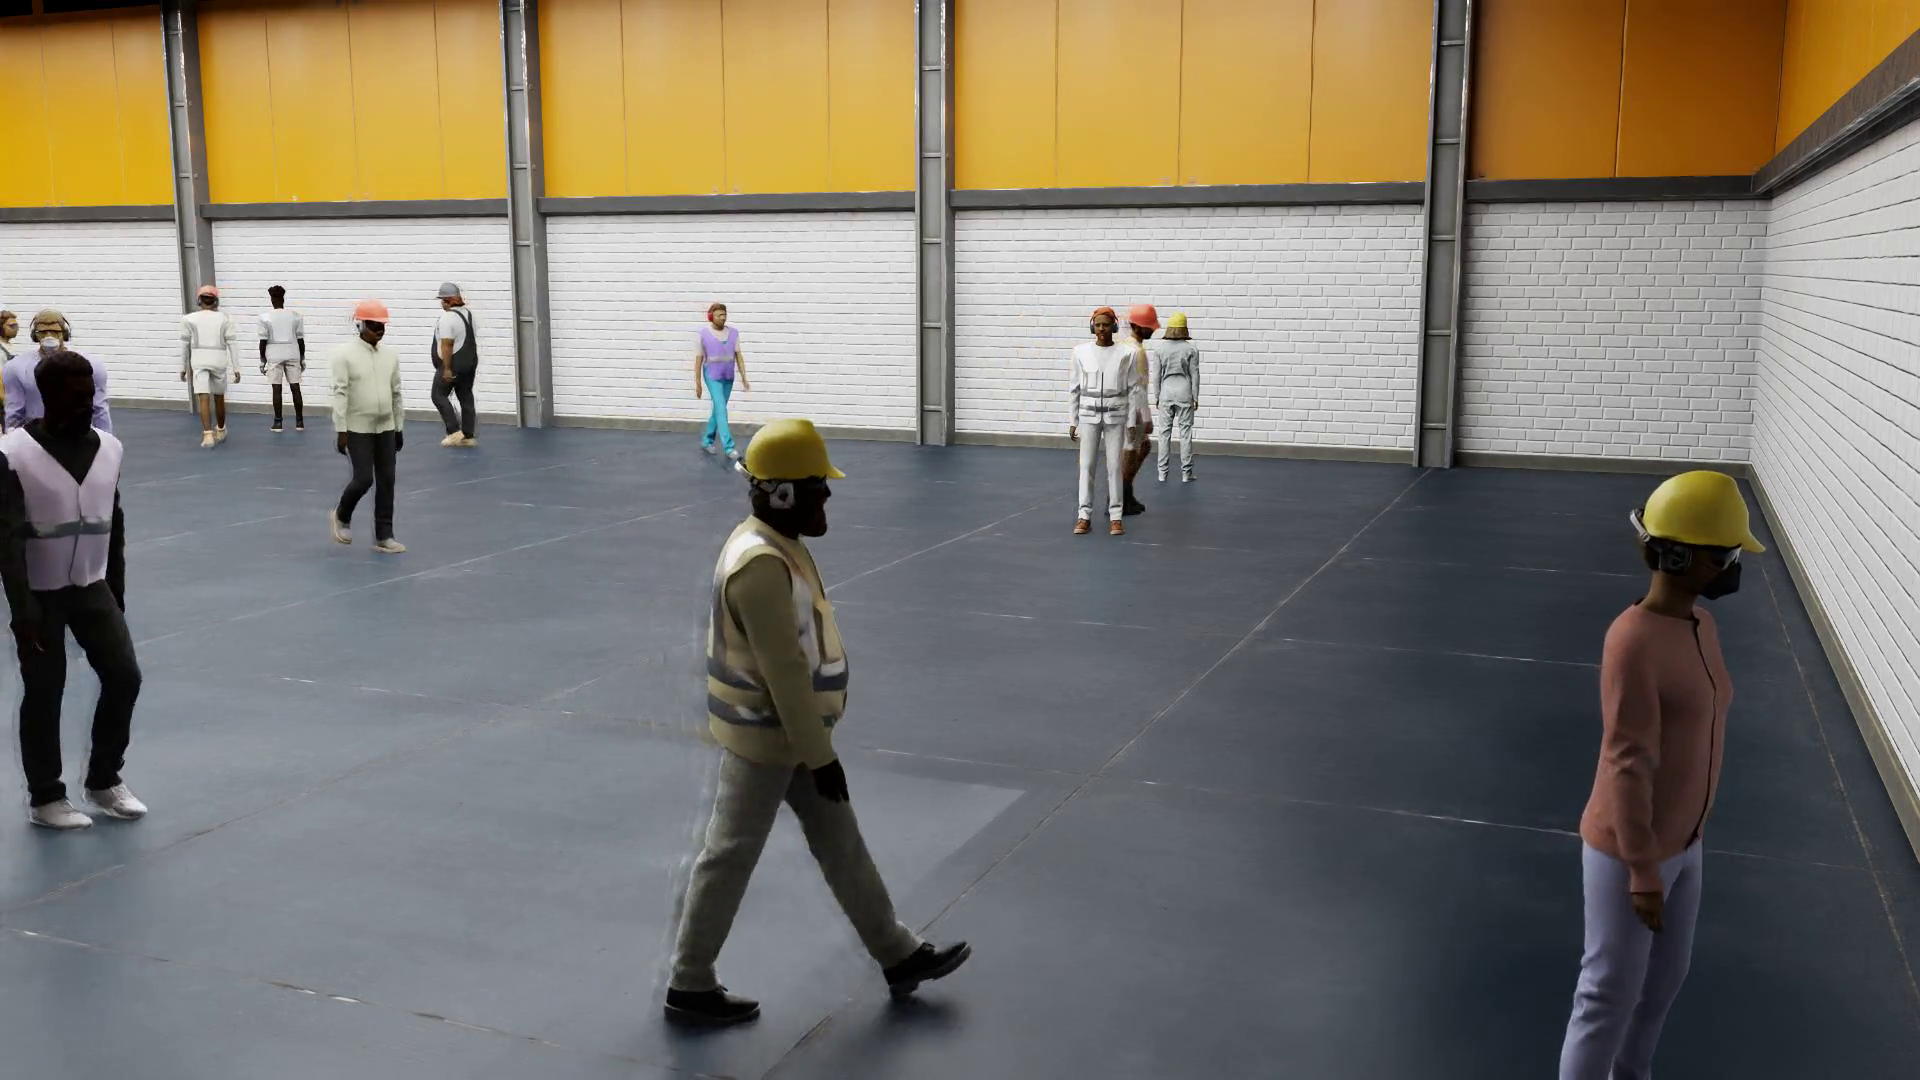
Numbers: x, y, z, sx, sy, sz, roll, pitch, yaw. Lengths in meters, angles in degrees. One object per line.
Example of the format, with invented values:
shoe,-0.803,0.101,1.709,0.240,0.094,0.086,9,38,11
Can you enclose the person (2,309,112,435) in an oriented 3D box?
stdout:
person,-6.082,-0.588,11.258,0.642,1.935,0.381,-4,10,-21

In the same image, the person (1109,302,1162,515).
person,1.553,-1.132,14.618,0.512,1.899,0.583,-1,9,-8

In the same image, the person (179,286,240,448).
person,-9.263,-2.139,20.500,0.675,1.959,1.087,-5,10,-26

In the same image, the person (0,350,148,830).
person,-3.475,0.213,6.503,0.564,1.895,0.630,4,10,25

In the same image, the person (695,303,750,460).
person,-2.796,-1.847,19.290,0.953,1.802,0.567,9,13,44

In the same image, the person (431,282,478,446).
person,-6.219,-2.162,20.442,0.537,2.000,0.697,3,10,17

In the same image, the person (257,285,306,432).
person,-9.094,-2.435,22.324,0.603,1.965,0.368,-6,11,-33

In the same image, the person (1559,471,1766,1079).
person,1.638,0.713,3.878,0.336,1.759,0.533,9,13,43

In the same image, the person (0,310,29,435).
person,-9.256,-1.327,16.145,0.986,1.797,0.532,-1,9,-8

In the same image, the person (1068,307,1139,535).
person,1.181,-0.978,13.761,0.574,1.879,0.356,1,9,9

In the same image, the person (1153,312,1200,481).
person,2.232,-1.470,17.148,0.486,1.744,0.294,3,10,16

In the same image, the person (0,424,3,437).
person,-7.135,-0.592,11.901,0.531,1.726,0.877,-5,10,-26

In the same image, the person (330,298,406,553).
person,-4.573,-0.875,12.828,0.560,1.975,0.632,7,11,35

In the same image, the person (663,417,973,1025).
person,-0.450,0.542,4.826,0.933,1.780,0.597,0,9,3
